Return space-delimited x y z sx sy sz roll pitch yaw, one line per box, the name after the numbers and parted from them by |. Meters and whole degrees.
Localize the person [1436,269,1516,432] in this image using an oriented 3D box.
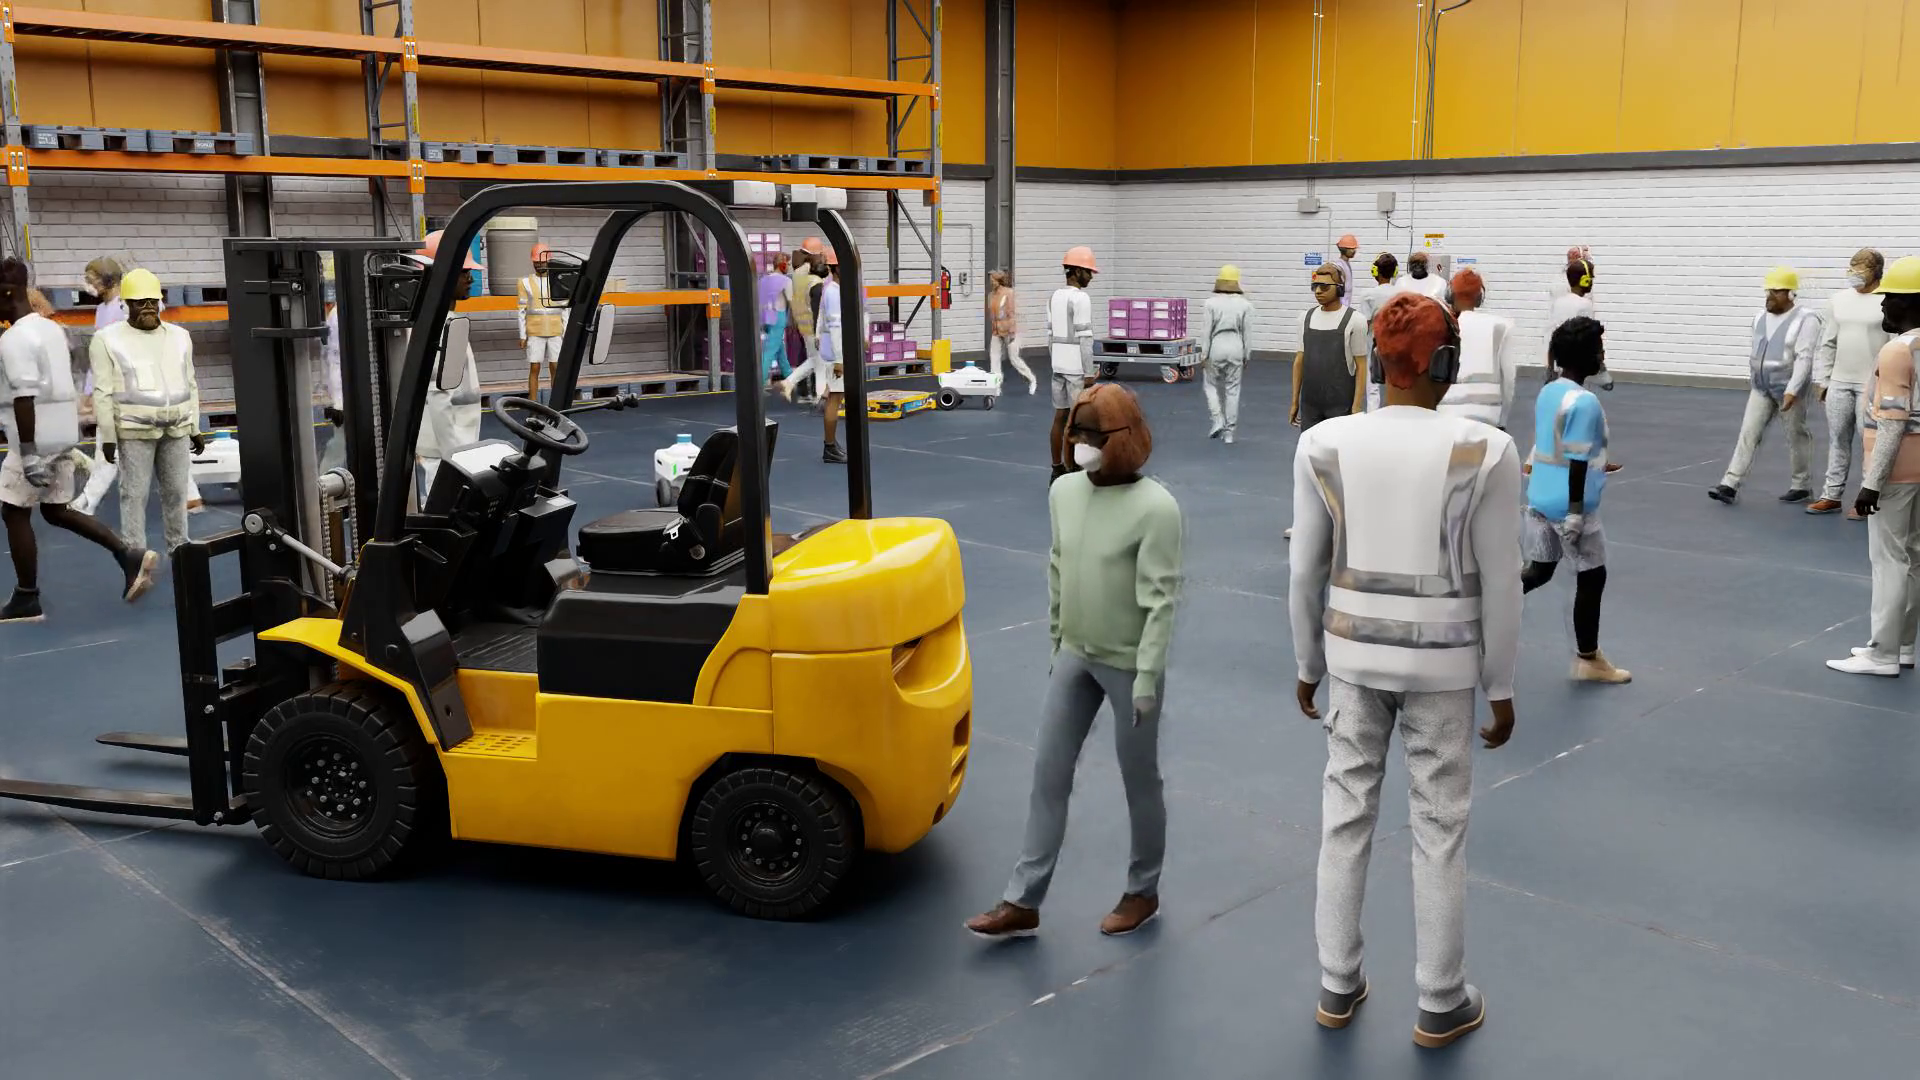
3.096 -0.743 10.256 0.590 1.799 1.046 0 10 1 | person

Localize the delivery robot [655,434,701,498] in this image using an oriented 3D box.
-2.027 -0.537 12.270 0.477 0.478 0.707 -4 11 -21 | delivery robot

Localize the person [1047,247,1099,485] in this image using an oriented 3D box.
0.923 -1.372 13.335 0.374 1.929 0.542 -6 12 -28 | person

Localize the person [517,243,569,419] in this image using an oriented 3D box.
-4.544 -2.269 18.202 0.552 1.933 0.368 -4 11 -21 | person

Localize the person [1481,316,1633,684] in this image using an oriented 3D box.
2.647 -0.169 7.480 0.761 1.672 0.538 0 10 0 | person

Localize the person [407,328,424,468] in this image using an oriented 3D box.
-4.471 -1.380 14.133 0.849 1.648 0.571 5 12 25 | person

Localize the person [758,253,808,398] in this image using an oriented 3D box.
-2.226 -2.677 20.810 0.978 1.789 0.570 -9 14 -41 | person

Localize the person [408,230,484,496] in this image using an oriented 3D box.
-2.451 -0.459 8.039 0.378 2.045 0.605 -3 11 -15 | person

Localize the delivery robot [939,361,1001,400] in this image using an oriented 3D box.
0.122 -1.837 19.360 0.707 0.478 0.477 2 10 8 | delivery robot

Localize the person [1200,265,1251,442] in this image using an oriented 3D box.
2.603 -1.824 16.319 0.511 1.729 0.391 -1 10 -5 | person

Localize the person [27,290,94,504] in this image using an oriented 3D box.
-6.864 -1.069 12.526 0.572 1.621 0.519 -10 14 -43 | person

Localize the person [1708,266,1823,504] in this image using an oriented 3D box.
6.080 -1.135 12.412 0.909 1.784 0.604 -5 12 -26 | person

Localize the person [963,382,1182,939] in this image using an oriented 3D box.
0.343 0.374 4.665 0.688 1.606 0.512 -10 14 -43 | person

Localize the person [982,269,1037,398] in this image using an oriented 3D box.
0.619 -2.588 20.814 0.723 1.610 0.558 -8 13 -37 | person

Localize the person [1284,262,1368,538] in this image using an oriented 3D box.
2.418 -0.898 10.975 0.520 1.844 0.330 9 13 39 | person

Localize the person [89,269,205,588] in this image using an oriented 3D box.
-4.666 -0.642 9.613 0.404 1.831 0.600 8 13 38 | person

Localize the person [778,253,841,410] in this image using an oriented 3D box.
-1.753 -2.392 19.204 0.638 1.816 0.662 -4 11 -22 | person

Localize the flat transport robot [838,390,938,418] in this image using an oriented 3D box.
-0.805 -1.543 18.790 0.652 0.197 1.431 4 11 21 | flat transport robot

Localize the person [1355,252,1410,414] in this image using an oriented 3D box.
3.804 -1.656 15.035 0.520 1.873 0.328 -2 11 -13 | person

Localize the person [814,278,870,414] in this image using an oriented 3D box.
-1.341 -2.325 18.721 0.560 1.874 1.010 6 12 31 | person

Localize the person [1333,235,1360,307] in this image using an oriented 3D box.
5.554 -3.396 24.110 0.423 2.032 0.610 5 11 23 | person

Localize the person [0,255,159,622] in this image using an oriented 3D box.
-4.757 -0.535 8.788 0.743 1.924 0.610 -1 10 -5 | person

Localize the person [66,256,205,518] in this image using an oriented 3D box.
-5.899 -1.042 11.681 1.082 1.871 0.628 -8 13 -37 | person

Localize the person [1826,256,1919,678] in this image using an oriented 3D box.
4.299 -0.329 7.646 0.587 1.927 0.367 -10 14 -42 | person

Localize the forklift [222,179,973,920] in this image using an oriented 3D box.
-1.114 -0.058 5.440 2.313 2.155 1.214 2 11 13 | forklift

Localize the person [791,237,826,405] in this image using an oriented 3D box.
-1.769 -2.621 19.959 0.381 1.994 0.622 -9 14 -42 | person

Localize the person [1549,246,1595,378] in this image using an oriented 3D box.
6.563 -2.178 17.781 0.406 1.911 0.636 -2 11 -11 | person

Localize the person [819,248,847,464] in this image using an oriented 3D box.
-1.065 -1.654 14.846 0.376 1.936 0.549 -1 10 -3 | person

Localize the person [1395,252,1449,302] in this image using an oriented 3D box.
5.209 -2.334 18.916 0.648 1.844 0.461 5 11 24 | person

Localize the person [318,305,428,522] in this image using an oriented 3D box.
-4.151 -1.042 11.682 1.013 1.871 0.596 -2 11 -13 | person

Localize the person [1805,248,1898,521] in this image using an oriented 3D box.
6.429 -1.105 11.873 0.371 1.930 0.629 -6 12 -28 | person

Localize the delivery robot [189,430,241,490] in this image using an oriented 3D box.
-5.547 -0.587 12.541 0.707 0.478 0.477 -3 11 -18 | delivery robot

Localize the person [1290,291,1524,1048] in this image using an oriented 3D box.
1.108 0.329 4.172 0.572 1.886 0.354 6 12 30 | person

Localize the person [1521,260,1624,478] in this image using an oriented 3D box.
5.130 -1.406 13.826 0.947 1.822 0.521 -1 10 -4 | person
